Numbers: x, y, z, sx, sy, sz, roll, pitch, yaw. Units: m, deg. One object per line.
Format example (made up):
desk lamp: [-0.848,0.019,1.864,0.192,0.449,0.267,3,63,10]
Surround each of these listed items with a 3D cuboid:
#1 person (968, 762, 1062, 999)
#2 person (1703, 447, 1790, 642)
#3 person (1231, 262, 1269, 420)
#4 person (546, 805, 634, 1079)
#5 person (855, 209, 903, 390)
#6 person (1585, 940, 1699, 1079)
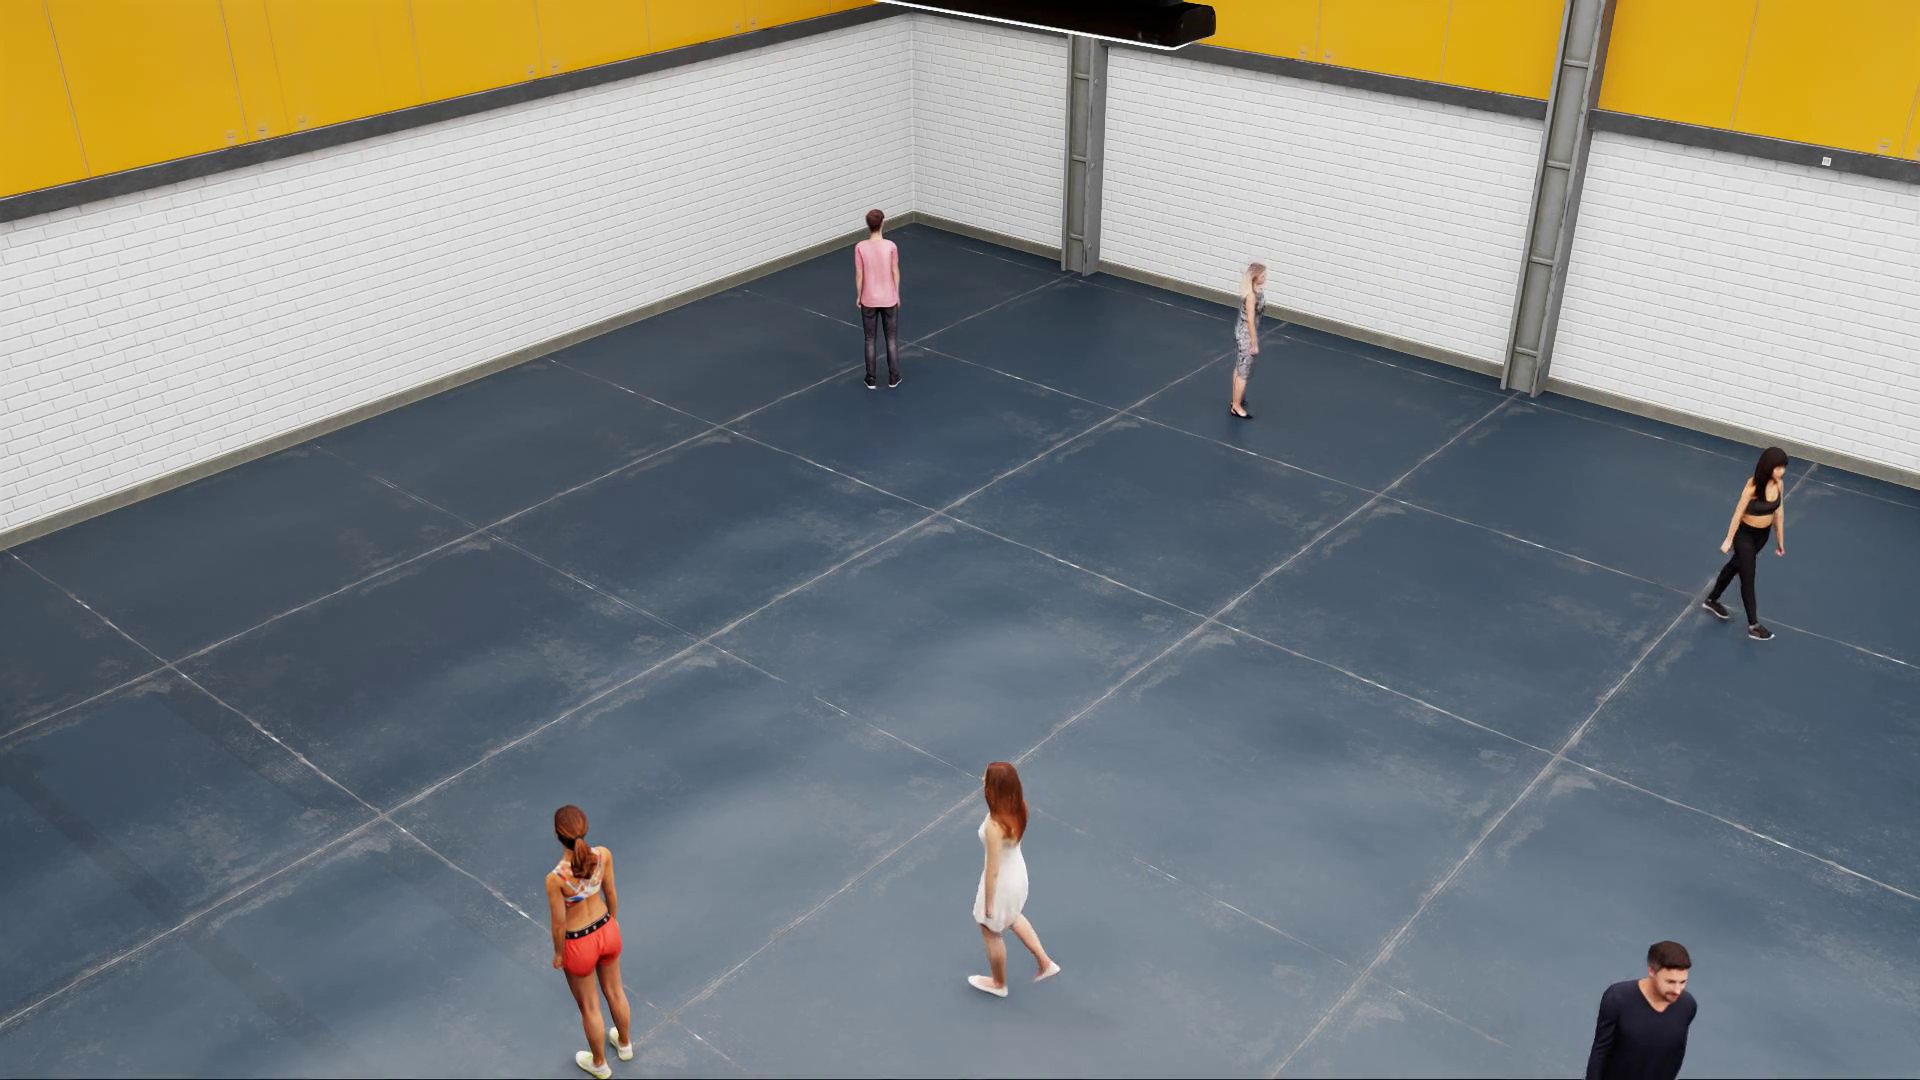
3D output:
person: [0.338,2.014,9.668,0.834,1.698,0.655,15,32,25]
person: [6.371,-0.053,13.544,0.880,1.614,1.091,-11,31,-20]
person: [2.952,-2.103,17.224,0.730,1.691,0.764,-1,29,-2]
person: [-2.050,2.223,9.189,0.549,1.790,0.595,26,38,38]
person: [-0.871,-2.570,17.796,0.702,1.963,0.770,-1,29,-2]
person: [3.291,2.674,8.302,1.042,1.848,1.040,1,29,3]
